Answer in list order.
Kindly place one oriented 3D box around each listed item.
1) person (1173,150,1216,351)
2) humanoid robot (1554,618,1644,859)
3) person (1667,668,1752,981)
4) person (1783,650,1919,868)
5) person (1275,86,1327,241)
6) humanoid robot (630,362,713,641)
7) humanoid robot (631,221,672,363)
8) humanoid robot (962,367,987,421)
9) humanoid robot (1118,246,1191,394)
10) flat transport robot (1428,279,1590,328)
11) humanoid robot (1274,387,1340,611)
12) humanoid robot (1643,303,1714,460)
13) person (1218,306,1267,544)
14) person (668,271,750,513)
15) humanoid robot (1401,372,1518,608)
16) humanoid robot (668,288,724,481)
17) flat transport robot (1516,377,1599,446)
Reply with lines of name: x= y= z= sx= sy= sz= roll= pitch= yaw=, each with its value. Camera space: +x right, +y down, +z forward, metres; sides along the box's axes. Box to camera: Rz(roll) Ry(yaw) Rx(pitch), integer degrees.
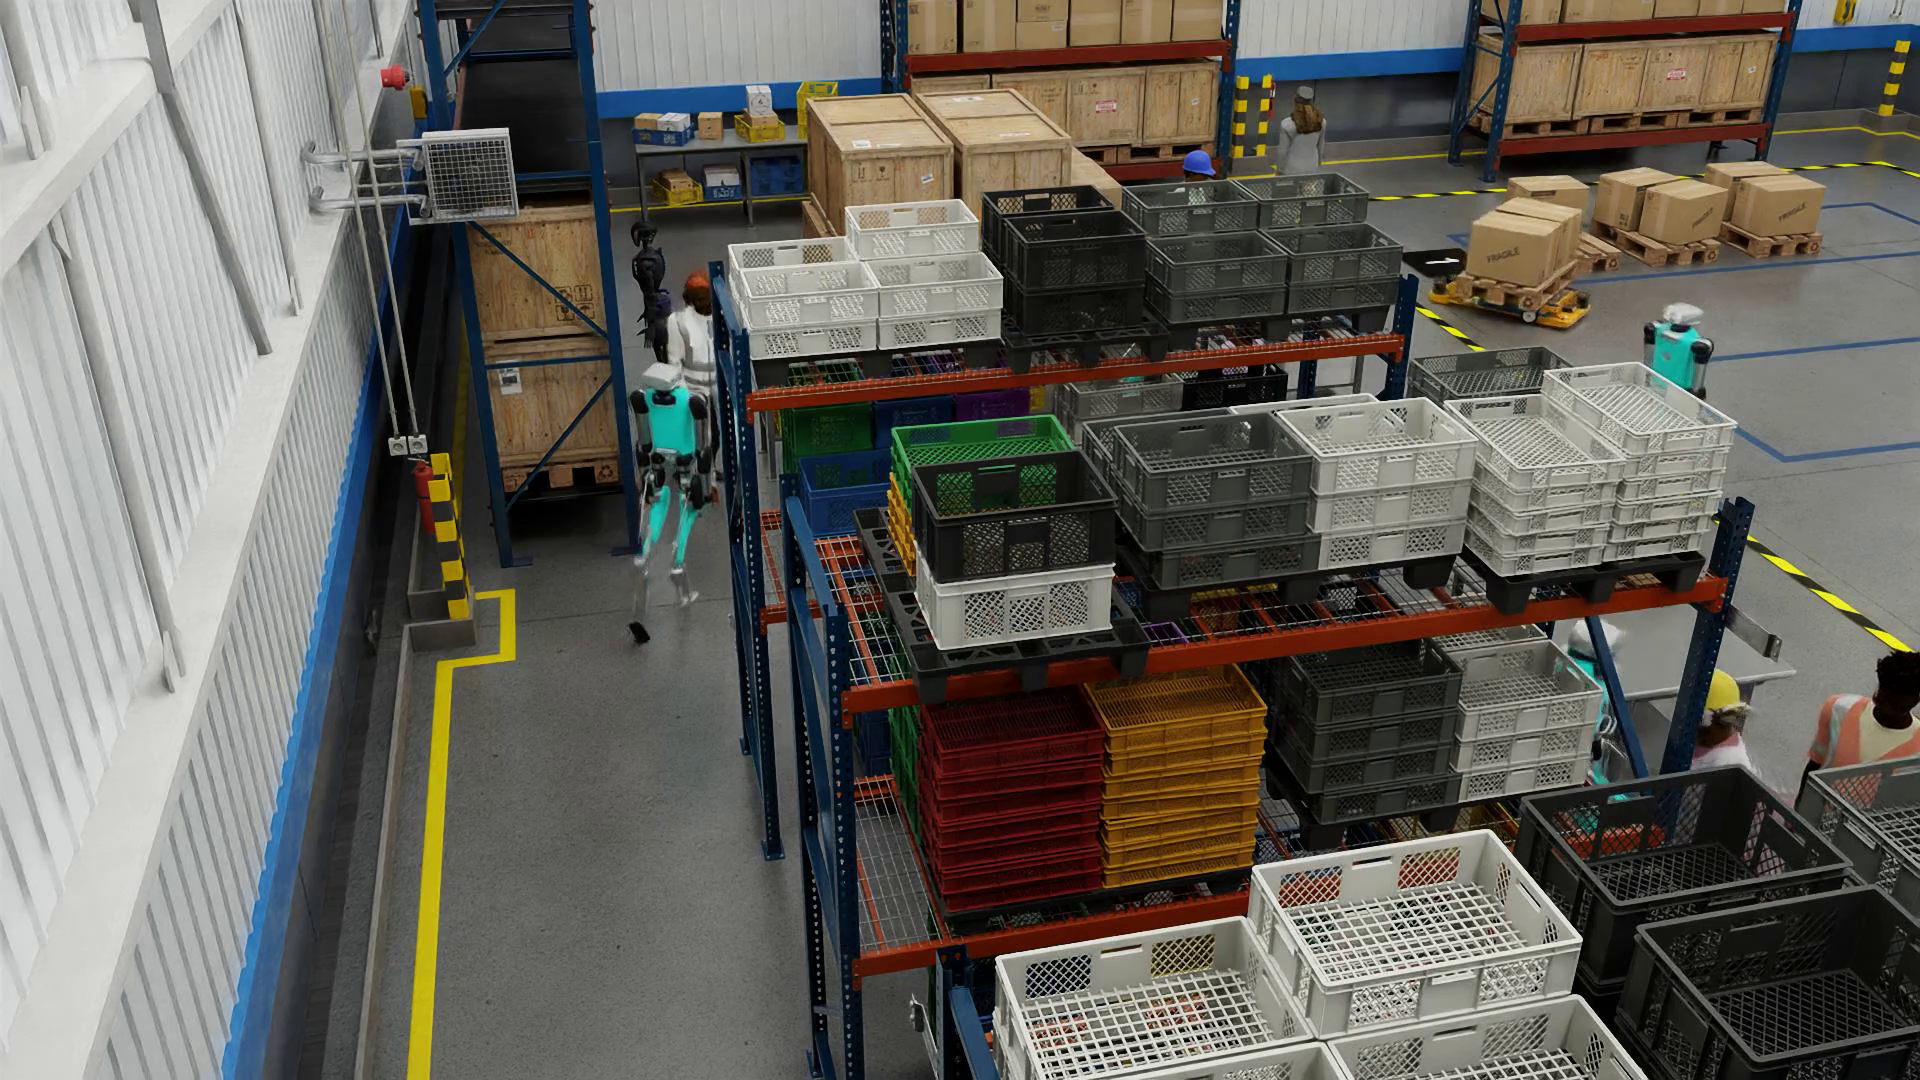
person: x=2.075 y=-2.595 z=15.185 sx=0.407 sy=1.939 sz=0.601 roll=14 pitch=31 yaw=25
humanoid robot: x=3.291 y=1.241 z=8.161 sx=1.017 sy=1.762 sz=0.567 roll=15 pitch=32 yaw=27
person: x=3.386 y=1.471 z=7.638 sx=0.435 sy=1.793 sz=0.732 roll=5 pitch=28 yaw=9
person: x=4.119 y=1.355 z=7.673 sx=0.398 sy=1.955 sz=0.601 roll=-20 pitch=34 yaw=-32
person: x=3.684 y=-4.035 z=18.089 sx=0.567 sy=1.769 sz=0.397 roll=-9 pitch=29 yaw=-17
humanoid robot: x=-1.983 y=-0.189 z=10.863 sx=0.547 sy=1.792 sz=0.914 roll=8 pitch=29 yaw=14
humanoid robot: x=-2.603 y=-1.903 z=14.131 sx=0.315 sy=1.657 sz=0.599 roll=-5 pitch=28 yaw=-10
humanoid robot: x=-0.151 y=-0.464 z=11.349 sx=0.803 sy=1.777 sz=0.628 roll=1 pitch=28 yaw=2
humanoid robot: x=1.449 y=-1.488 z=13.156 sx=0.735 sy=1.673 sz=0.533 roll=-11 pitch=30 yaw=-19
flat transport robot: x=5.498 y=-2.440 z=16.647 sx=1.431 sy=0.197 sz=0.652 roll=19 pitch=33 yaw=31
humanoid robot: x=2.291 y=-0.213 z=10.993 sx=0.611 sy=1.657 sz=0.587 roll=-17 pitch=32 yaw=-30
humanoid robot: x=5.328 y=-0.933 z=12.264 sx=0.785 sy=1.778 sz=0.549 roll=-16 pitch=32 yaw=-28
person: x=1.947 y=-0.768 z=11.604 sx=0.368 sy=2.044 sz=0.606 roll=16 pitch=32 yaw=27
person: x=-1.854 y=-1.087 z=12.395 sx=0.588 sy=1.860 sz=0.519 roll=-5 pitch=28 yaw=-9
humanoid robot: x=3.225 y=-0.343 z=11.171 sx=0.800 sy=1.803 sz=0.530 roll=12 pitch=30 yaw=22
humanoid robot: x=-2.047 y=-1.200 z=12.830 sx=0.450 sy=1.638 sz=0.602 roll=21 pitch=34 yaw=34
flat transport robot: x=4.780 y=-1.036 z=14.013 sx=0.659 sy=0.231 sz=1.431 roll=-6 pitch=28 yaw=-12
